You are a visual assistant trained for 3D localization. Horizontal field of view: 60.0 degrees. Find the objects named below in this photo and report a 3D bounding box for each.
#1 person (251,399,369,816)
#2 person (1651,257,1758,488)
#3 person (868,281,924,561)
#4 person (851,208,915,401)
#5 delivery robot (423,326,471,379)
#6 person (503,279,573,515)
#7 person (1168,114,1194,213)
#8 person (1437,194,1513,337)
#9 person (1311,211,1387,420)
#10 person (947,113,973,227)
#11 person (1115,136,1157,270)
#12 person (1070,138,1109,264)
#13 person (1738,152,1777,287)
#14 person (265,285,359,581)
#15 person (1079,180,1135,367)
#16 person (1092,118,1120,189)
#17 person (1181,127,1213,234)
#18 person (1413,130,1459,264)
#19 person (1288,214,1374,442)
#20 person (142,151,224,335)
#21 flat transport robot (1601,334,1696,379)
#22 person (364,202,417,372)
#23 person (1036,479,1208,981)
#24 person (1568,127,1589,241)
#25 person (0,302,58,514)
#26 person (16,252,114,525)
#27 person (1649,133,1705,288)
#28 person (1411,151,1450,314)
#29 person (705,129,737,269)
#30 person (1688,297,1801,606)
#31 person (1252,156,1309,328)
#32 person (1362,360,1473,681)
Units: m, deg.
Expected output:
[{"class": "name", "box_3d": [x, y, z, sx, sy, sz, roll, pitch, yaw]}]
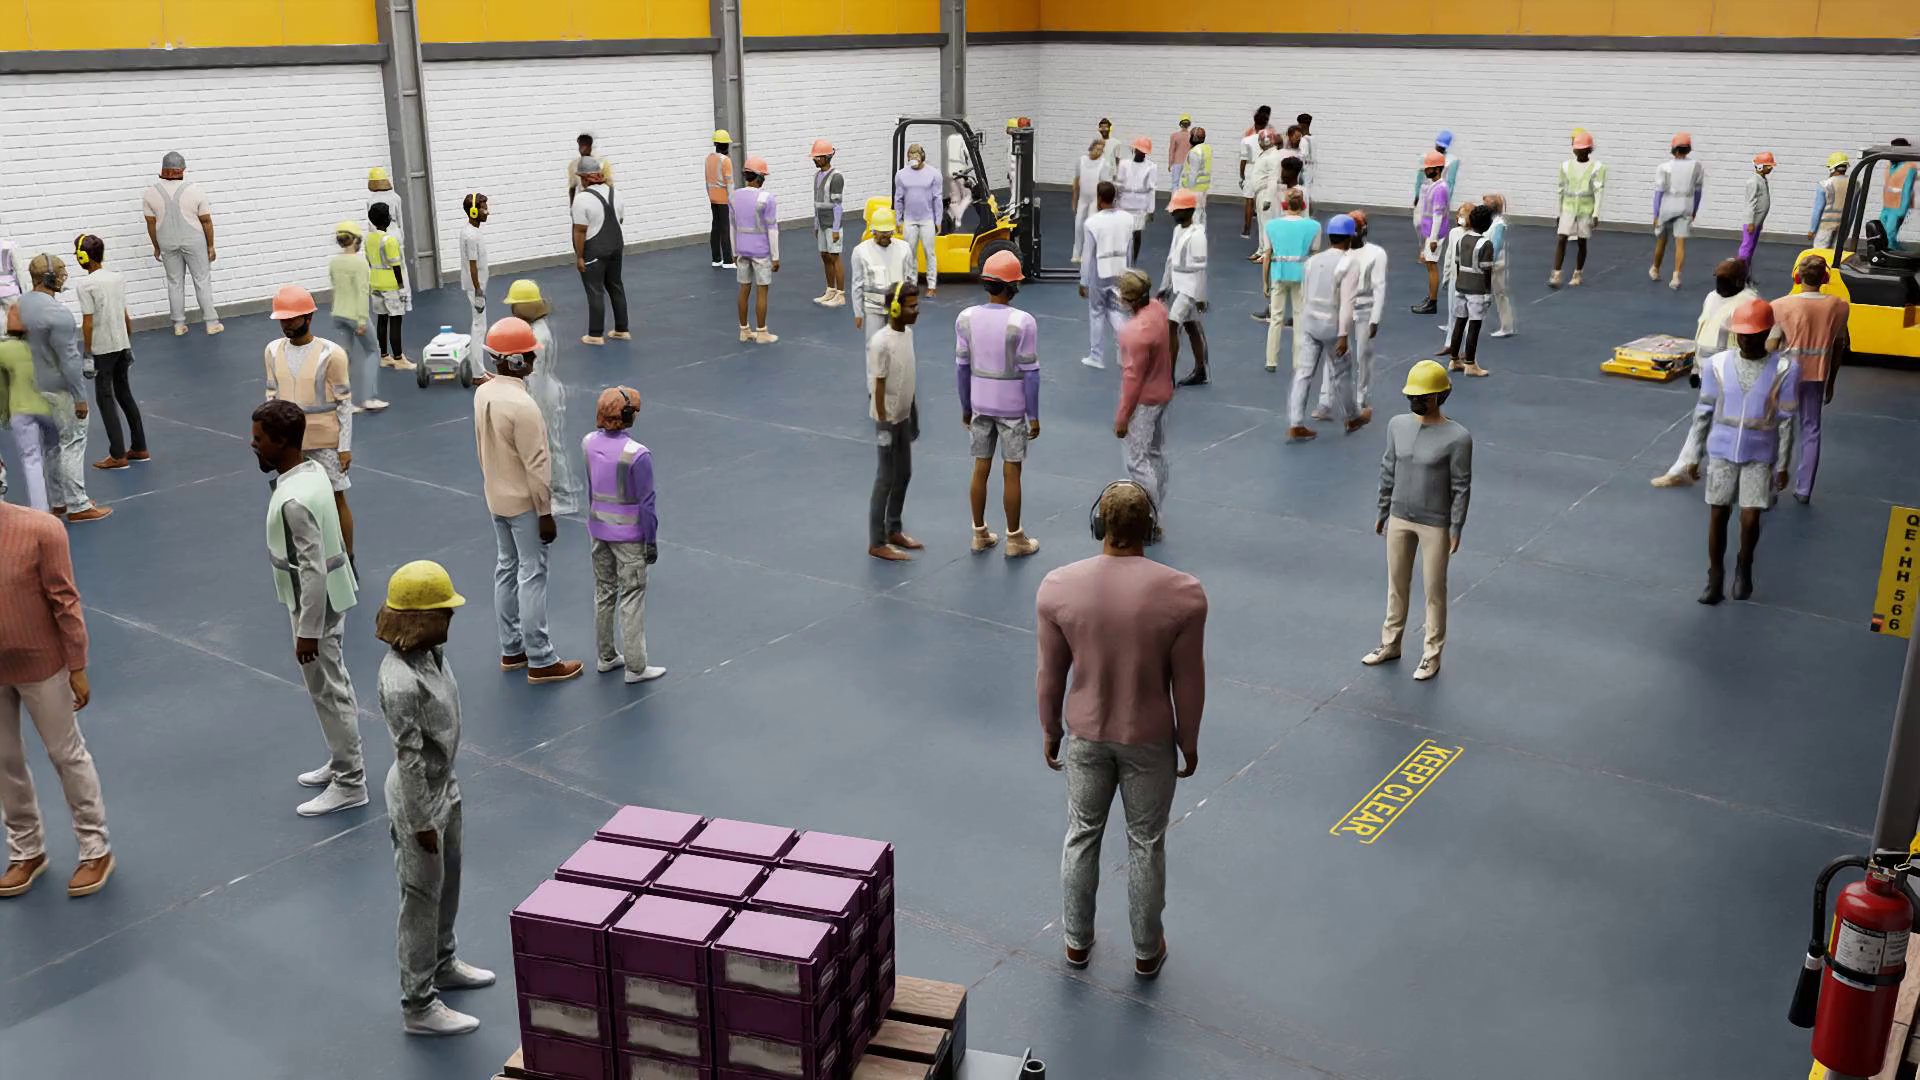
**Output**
[{"class": "person", "box_3d": [-2.912, 0.300, 7.517, 0.372, 1.916, 0.596, -6, 19, -17]}, {"class": "person", "box_3d": [5.843, -1.262, 12.630, 0.927, 1.792, 0.648, -1, 18, -3]}, {"class": "person", "box_3d": [-0.415, -0.790, 11.043, 0.348, 1.855, 0.517, 7, 19, 21]}, {"class": "person", "box_3d": [-0.699, -2.152, 15.348, 0.606, 1.818, 0.403, -7, 19, -20]}, {"class": "delivery robot", "box_3d": [-5.018, -1.850, 16.293, 0.477, 0.478, 0.707, -1, 18, -4]}, {"class": "person", "box_3d": [-3.028, -1.007, 11.911, 0.453, 1.722, 0.506, -6, 19, -19]}, {"class": "person", "box_3d": [3.991, -6.728, 29.773, 0.531, 1.754, 0.342, -2, 18, -7]}, {"class": "person", "box_3d": [5.826, -3.031, 18.450, 0.851, 1.585, 0.538, -2, 18, -7]}, {"class": "person", "box_3d": [3.447, -1.962, 14.706, 0.606, 1.846, 0.882, 11, 21, 32]}, {"class": "person", "box_3d": [0.012, -6.002, 27.246, 0.449, 1.914, 0.596, -17, 24, -42]}, {"class": "person", "box_3d": [2.395, -4.595, 22.871, 0.617, 1.890, 0.475, 6, 19, 18]}, {"class": "person", "box_3d": [1.854, -4.835, 23.771, 0.557, 1.801, 0.446, 9, 20, 25]}, {"class": "person", "box_3d": [10.510, -4.235, 21.966, 0.324, 1.752, 0.561, 12, 21, 34]}, {"class": "person", "box_3d": [-4.054, -0.626, 10.381, 0.543, 1.938, 0.356, 2, 18, 7]}, {"class": "person", "box_3d": [1.477, -2.673, 16.834, 0.619, 1.898, 0.523, -11, 21, -30]}, {"class": "person", "box_3d": [2.311, -5.825, 26.750, 0.517, 1.874, 0.327, 5, 19, 17]}, {"class": "person", "box_3d": [3.562, -5.311, 25.190, 0.429, 1.845, 0.622, 9, 20, 27]}, {"class": "person", "box_3d": [6.797, -4.908, 23.824, 0.635, 1.906, 0.498, 15, 23, 39]}, {"class": "person", "box_3d": [3.181, -1.798, 14.117, 0.996, 1.888, 0.627, -13, 22, -36]}, {"class": "person", "box_3d": [-8.707, -3.332, 18.679, 0.689, 2.000, 0.538, -3, 18, -9]}, {"class": "flat transport robot", "box_3d": [7.184, -1.891, 17.031, 0.652, 0.197, 1.431, 16, 23, 40]}, {"class": "person", "box_3d": [-5.769, -2.551, 16.786, 0.535, 1.700, 0.318, 14, 23, 38]}, {"class": "person", "box_3d": [0.589, 0.720, 6.185, 0.625, 1.933, 0.376, 4, 18, 14]}, {"class": "person", "box_3d": [9.752, -5.631, 26.333, 0.363, 1.755, 0.543, 12, 22, 34]}, {"class": "person", "box_3d": [-6.544, -0.892, 11.795, 0.505, 1.587, 0.856, -7, 19, -22]}, {"class": "person", "box_3d": [-6.370, -1.062, 11.765, 0.637, 1.930, 0.373, 13, 22, 34]}, {"class": "person", "box_3d": [9.450, -4.350, 21.970, 0.614, 1.990, 1.066, 4, 18, 14]}, {"class": "person", "box_3d": [5.654, -3.687, 19.974, 0.389, 1.929, 0.545, 3, 18, 10]}, {"class": "person", "box_3d": [-3.348, -4.797, 23.445, 0.370, 1.927, 0.588, -16, 24, -41]}, {"class": "person", "box_3d": [4.710, -0.515, 10.058, 0.574, 1.918, 0.423, 13, 22, 34]}, {"class": "person", "box_3d": [3.658, -3.411, 19.077, 0.789, 1.940, 0.634, 8, 19, 23]}, {"class": "person", "box_3d": [2.488, -0.106, 9.034, 0.327, 1.767, 0.533, -16, 24, -41]}]
